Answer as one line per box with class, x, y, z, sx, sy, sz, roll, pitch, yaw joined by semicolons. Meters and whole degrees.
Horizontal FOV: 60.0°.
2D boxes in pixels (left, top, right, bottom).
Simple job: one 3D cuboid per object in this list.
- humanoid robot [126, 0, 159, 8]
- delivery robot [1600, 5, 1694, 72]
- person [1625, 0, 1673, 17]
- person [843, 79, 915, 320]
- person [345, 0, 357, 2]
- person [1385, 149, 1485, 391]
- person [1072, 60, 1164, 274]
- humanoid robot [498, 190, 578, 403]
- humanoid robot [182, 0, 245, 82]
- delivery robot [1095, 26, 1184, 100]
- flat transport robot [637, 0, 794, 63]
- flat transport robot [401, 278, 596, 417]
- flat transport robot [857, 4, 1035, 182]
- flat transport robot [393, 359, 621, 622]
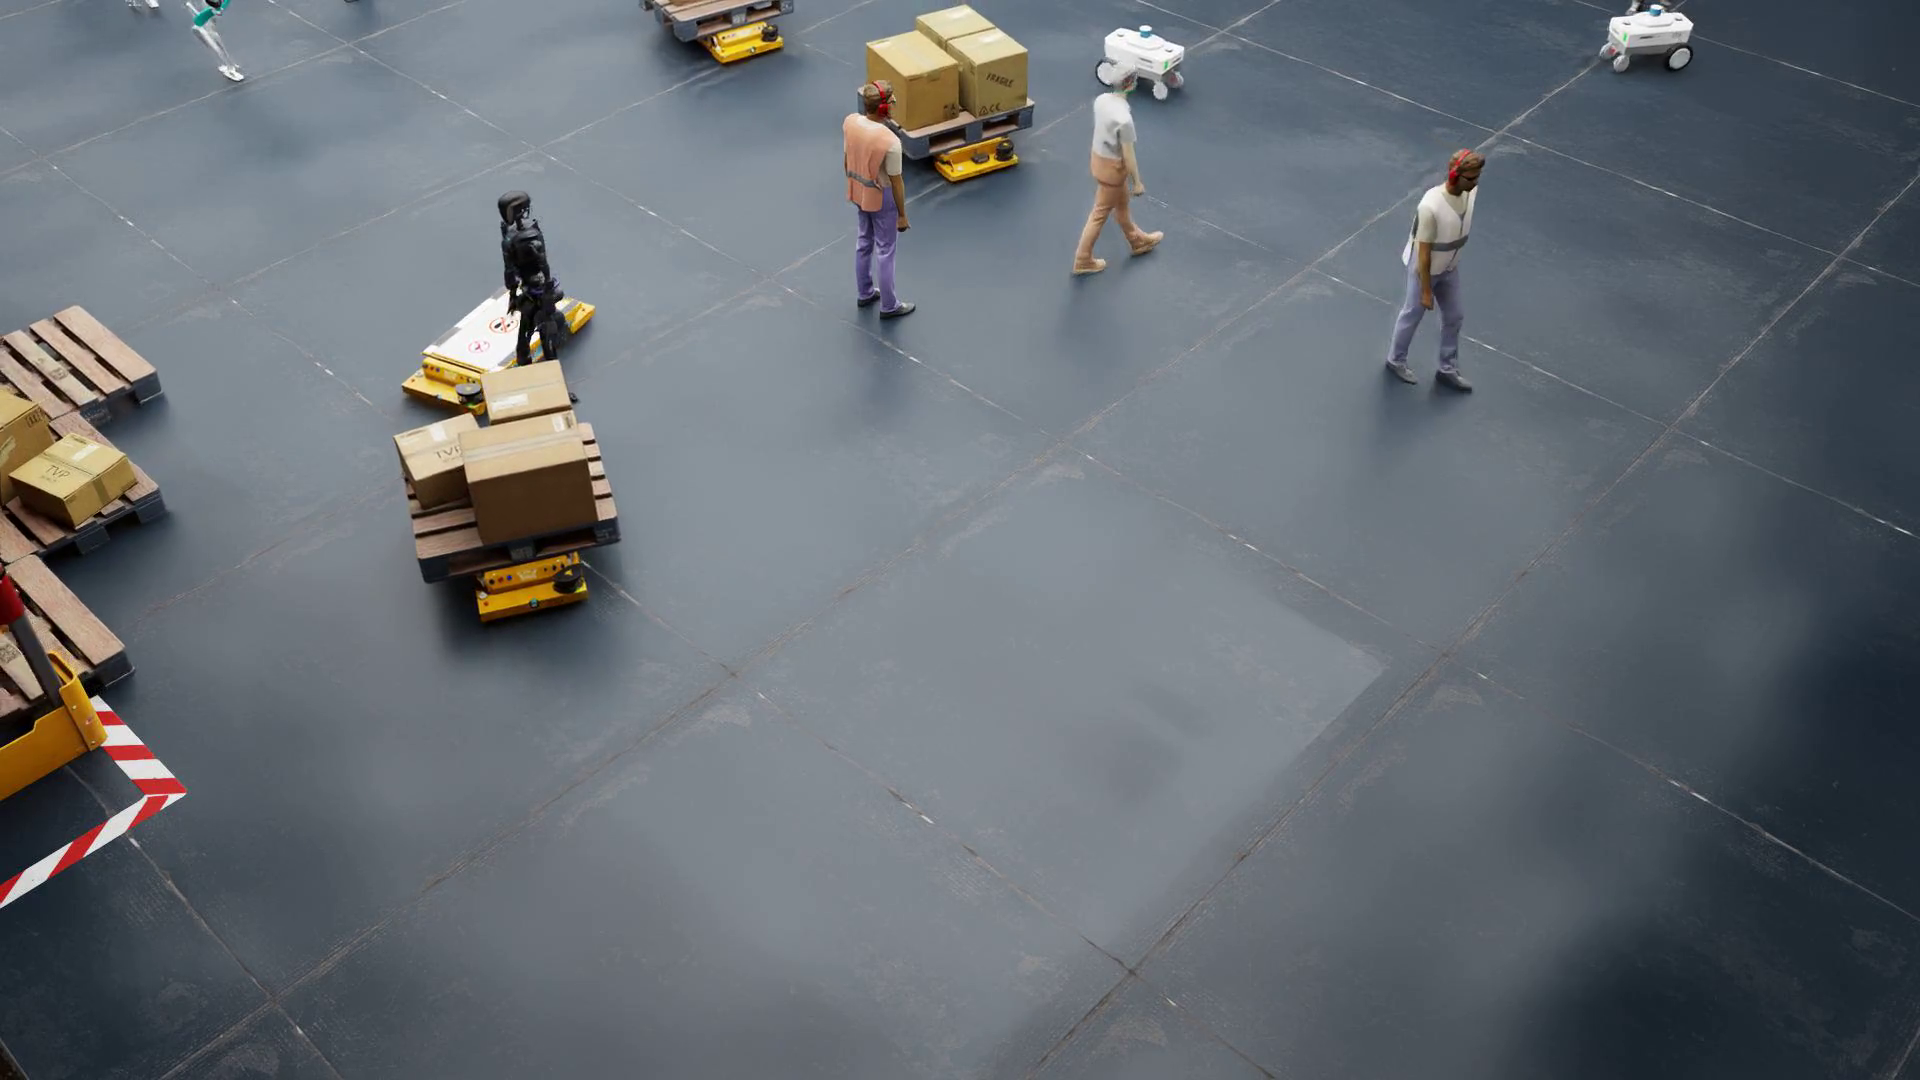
humanoid robot;-8.062;-5.884;15.982;0.544;1.801;0.833;-26;48;-26
delivery robot;6.429;-4.704;15.526;0.759;0.575;0.499;-7;42;-7
person;6.798;-5.894;15.911;0.570;1.832;0.395;18;45;19
person;-0.613;-2.456;12.077;0.373;1.843;0.568;-33;51;-31
person;-6.139;-6.252;16.280;0.415;1.872;0.536;-24;47;-24
person;3.334;-1.791;11.354;0.581;1.820;0.701;-28;49;-27
person;1.248;-2.815;12.578;0.840;1.704;0.479;-11;43;-12
humanoid robot;-2.893;-1.573;11.222;0.411;1.653;0.608;-31;50;-30
humanoid robot;-6.770;-4.921;14.920;0.831;1.796;0.591;3;42;4
delivery robot;1.648;-4.404;15.221;0.790;0.614;0.499;27;48;26
flat transport robot;-2.353;-5.046;16.134;0.659;0.231;1.431;-24;47;-24
flat transport robot;-3.348;-1.435;12.121;0.659;0.231;1.431;18;45;19
flat transport robot;-0.137;-3.577;14.502;0.659;0.231;1.431;-21;46;-22
flat transport robot;-2.826;-0.076;10.611;0.659;0.231;1.431;-13;44;-14
